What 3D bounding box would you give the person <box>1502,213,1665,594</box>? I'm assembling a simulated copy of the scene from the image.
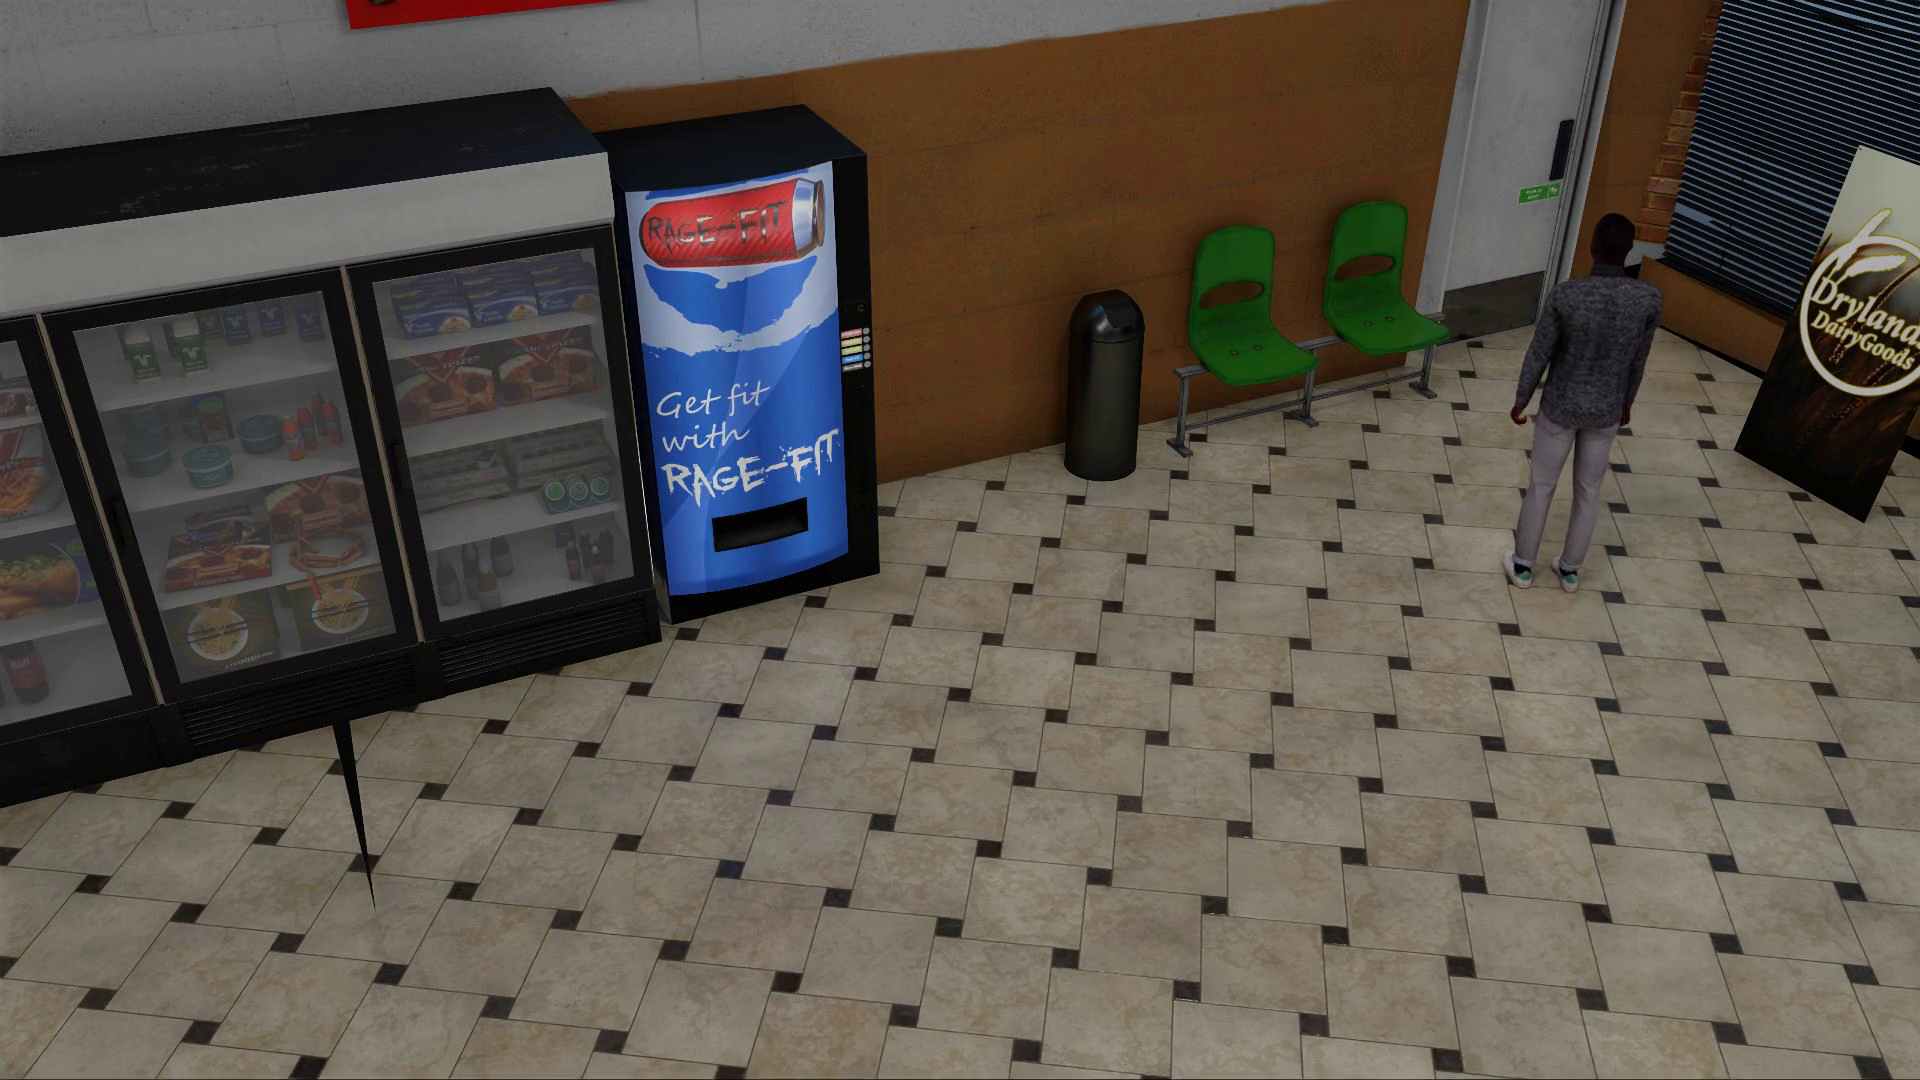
[{"bbox_3d":[2.816,-0.584,7.509,0.769,1.836,0.754,3,32,4],"label":"person"}]
